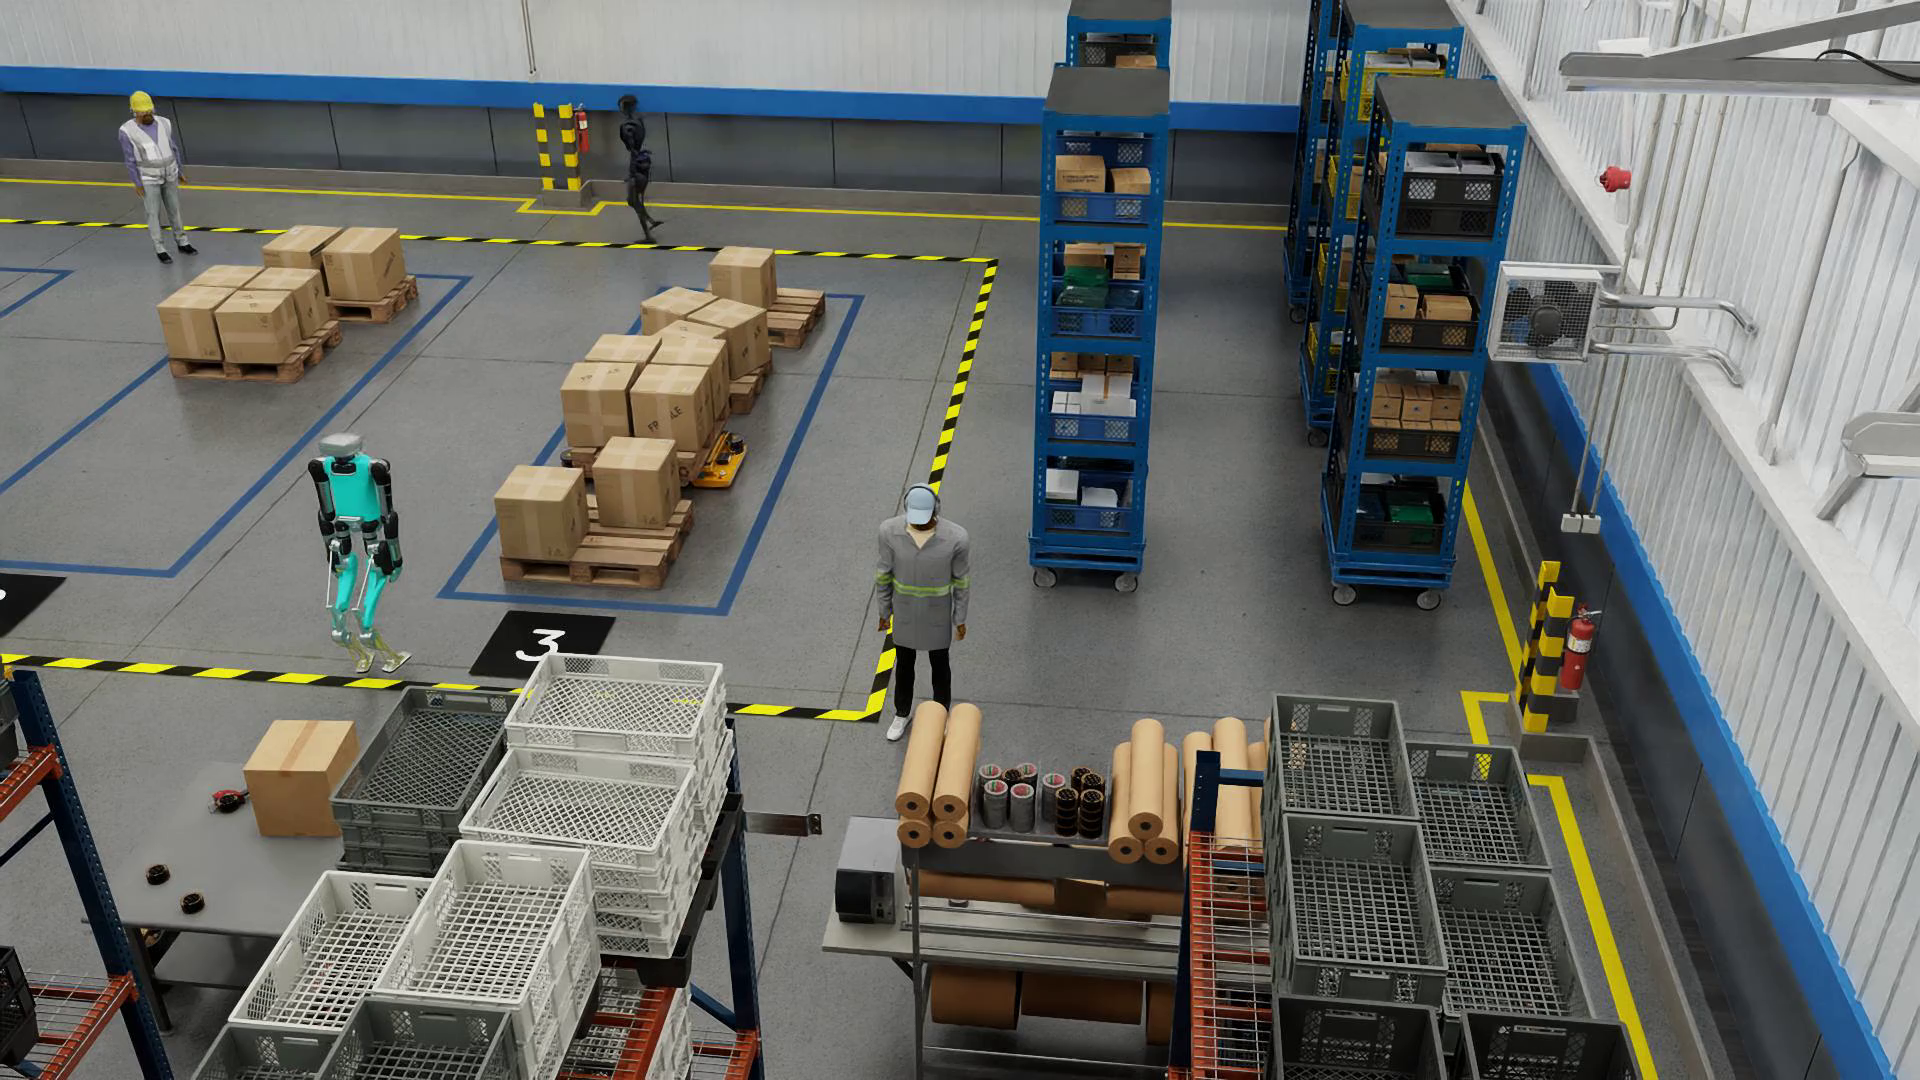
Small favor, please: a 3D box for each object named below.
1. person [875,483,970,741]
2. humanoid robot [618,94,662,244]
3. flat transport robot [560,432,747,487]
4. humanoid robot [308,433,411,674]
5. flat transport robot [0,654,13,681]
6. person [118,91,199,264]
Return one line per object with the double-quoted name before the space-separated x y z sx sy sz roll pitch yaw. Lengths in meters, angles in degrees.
"person" -0.238 0.455 10.323 0.586 1.848 0.393 4 30 7
"humanoid robot" -3.549 -4.055 18.241 0.334 1.649 0.591 -3 30 -5
"flat transport robot" -2.554 -0.707 13.861 1.431 0.197 0.652 3 30 6
"humanoid robot" -3.954 0.170 10.793 0.533 1.672 0.735 3 30 6
"flat transport robot" -7.142 0.969 11.010 1.431 0.231 0.659 3 30 6
"person" -8.584 -3.897 17.816 0.404 1.828 0.590 21 36 32
